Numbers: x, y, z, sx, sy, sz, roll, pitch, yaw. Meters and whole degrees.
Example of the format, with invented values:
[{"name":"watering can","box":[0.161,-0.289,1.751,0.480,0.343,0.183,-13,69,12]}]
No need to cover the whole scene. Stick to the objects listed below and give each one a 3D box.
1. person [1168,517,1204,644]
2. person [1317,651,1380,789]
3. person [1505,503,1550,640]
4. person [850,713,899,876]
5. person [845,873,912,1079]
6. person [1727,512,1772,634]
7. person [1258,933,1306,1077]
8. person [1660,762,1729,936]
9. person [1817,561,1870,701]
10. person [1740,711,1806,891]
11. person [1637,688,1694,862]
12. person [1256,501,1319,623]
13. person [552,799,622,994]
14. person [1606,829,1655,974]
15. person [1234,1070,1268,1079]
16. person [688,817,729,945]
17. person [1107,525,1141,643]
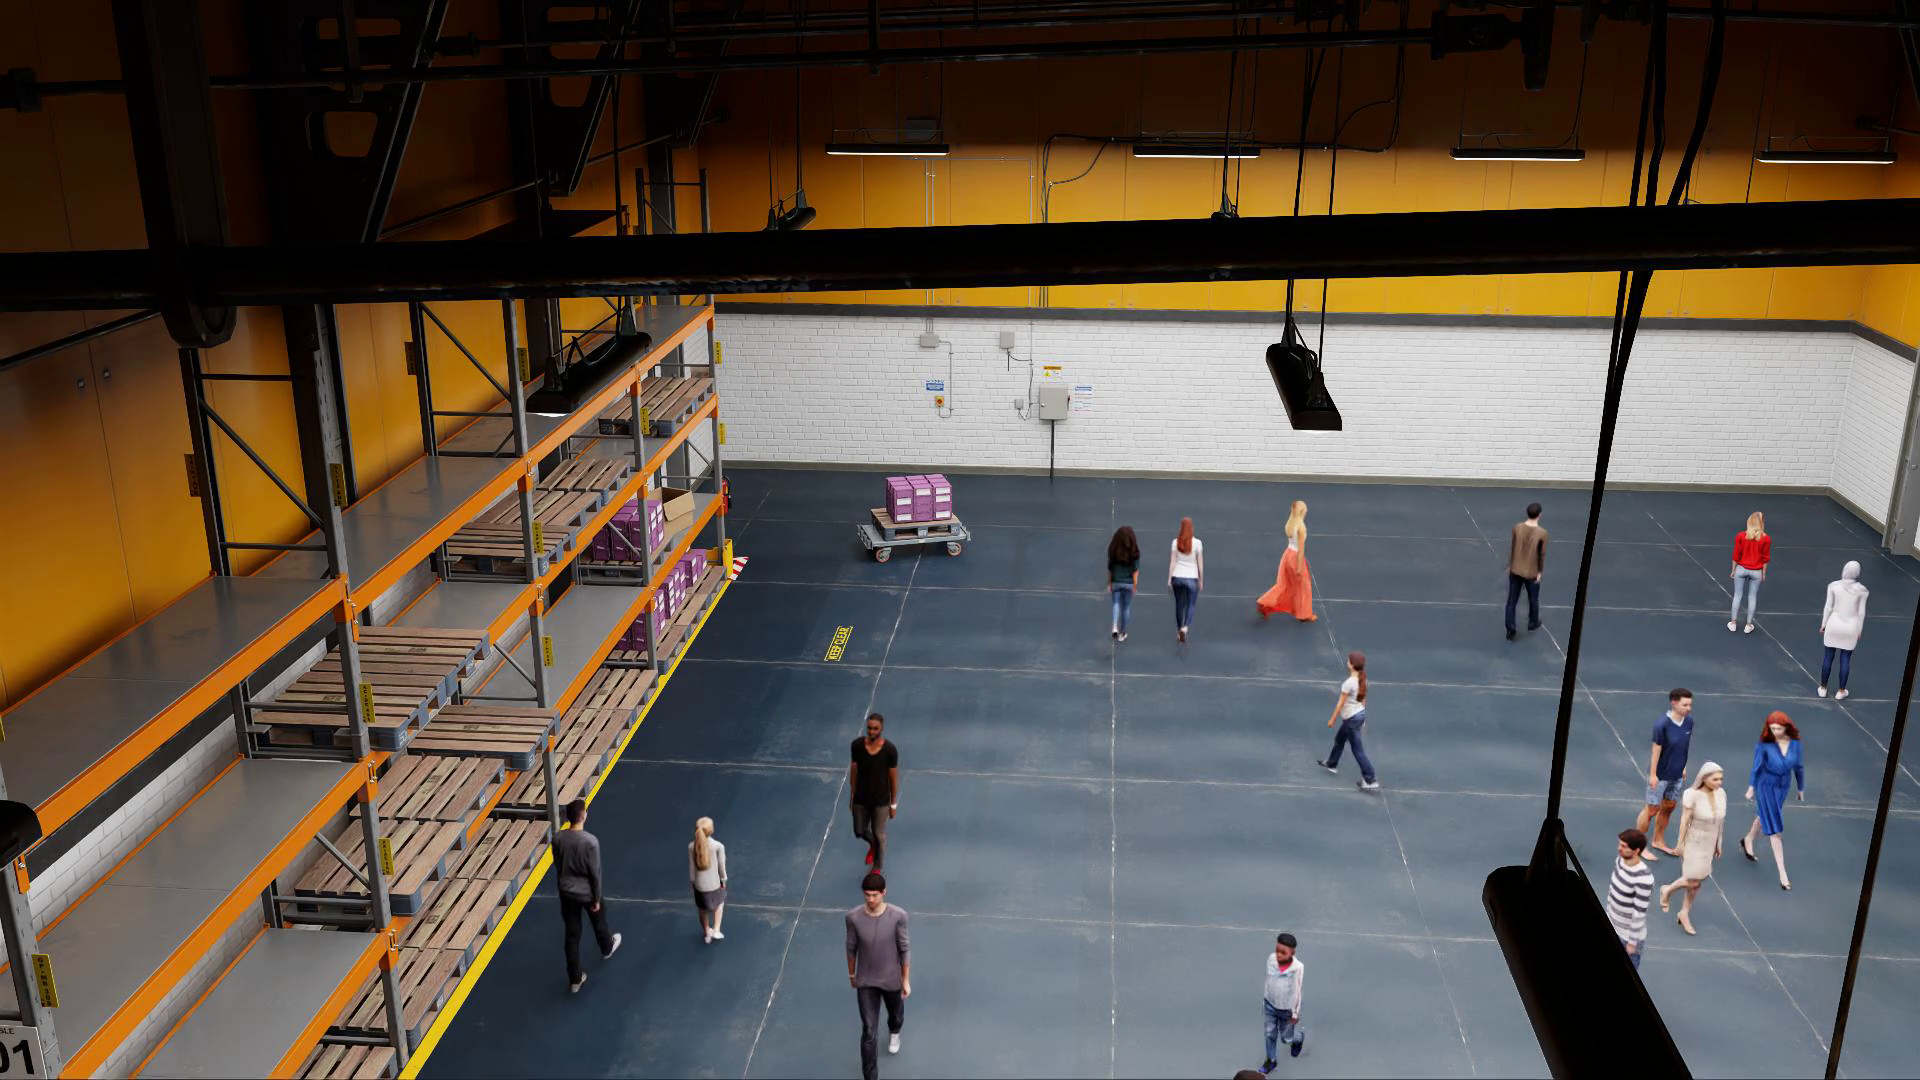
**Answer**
[{"name":"person","box":[3.004,0.577,22.193,0.699,1.719,0.878,4,19,12]},{"name":"person","box":[4.364,2.000,18.275,1.024,1.523,1.043,17,25,41]},{"name":"person","box":[7.563,0.441,22.380,0.945,1.858,1.084,12,22,32]},{"name":"person","box":[-0.832,2.500,16.368,0.726,1.794,0.862,5,19,15]},{"name":"person","box":[-0.627,3.485,13.393,0.752,1.826,1.149,-1,19,-2]},{"name":"person","box":[10.738,0.434,22.640,0.673,1.705,0.618,8,20,22]},{"name":"person","box":[2.649,3.742,13.534,0.712,1.248,0.807,16,25,40]},{"name":"person","box":[6.816,2.824,15.508,0.754,1.727,0.845,-7,20,-19]},{"name":"person","box":[10.888,1.106,20.536,0.689,1.775,0.695,12,22,33]},{"name":"person","box":[7.982,2.498,16.442,0.798,1.750,1.205,-2,19,-6]},{"name":"person","box":[7.121,2.332,16.790,0.716,1.843,0.701,-7,20,-20]},{"name":"person","box":[4.496,0.328,22.852,0.953,1.772,1.147,-5,19,-14]},{"name":"person","box":[-3.364,3.141,14.565,0.657,1.729,1.033,2,19,7]},{"name":"person","box":[5.623,3.269,14.002,0.746,1.845,0.562,-3,19,-8]},{"name":"person","box":[1.906,4.355,11.390,0.744,1.702,0.552,3,19,10]},{"name":"person","box":[-2.331,3.149,15.261,0.526,1.269,0.574,0,19,0]},{"name":"person","box":[2.170,0.614,22.267,0.645,1.602,0.714,5,19,15]}]
